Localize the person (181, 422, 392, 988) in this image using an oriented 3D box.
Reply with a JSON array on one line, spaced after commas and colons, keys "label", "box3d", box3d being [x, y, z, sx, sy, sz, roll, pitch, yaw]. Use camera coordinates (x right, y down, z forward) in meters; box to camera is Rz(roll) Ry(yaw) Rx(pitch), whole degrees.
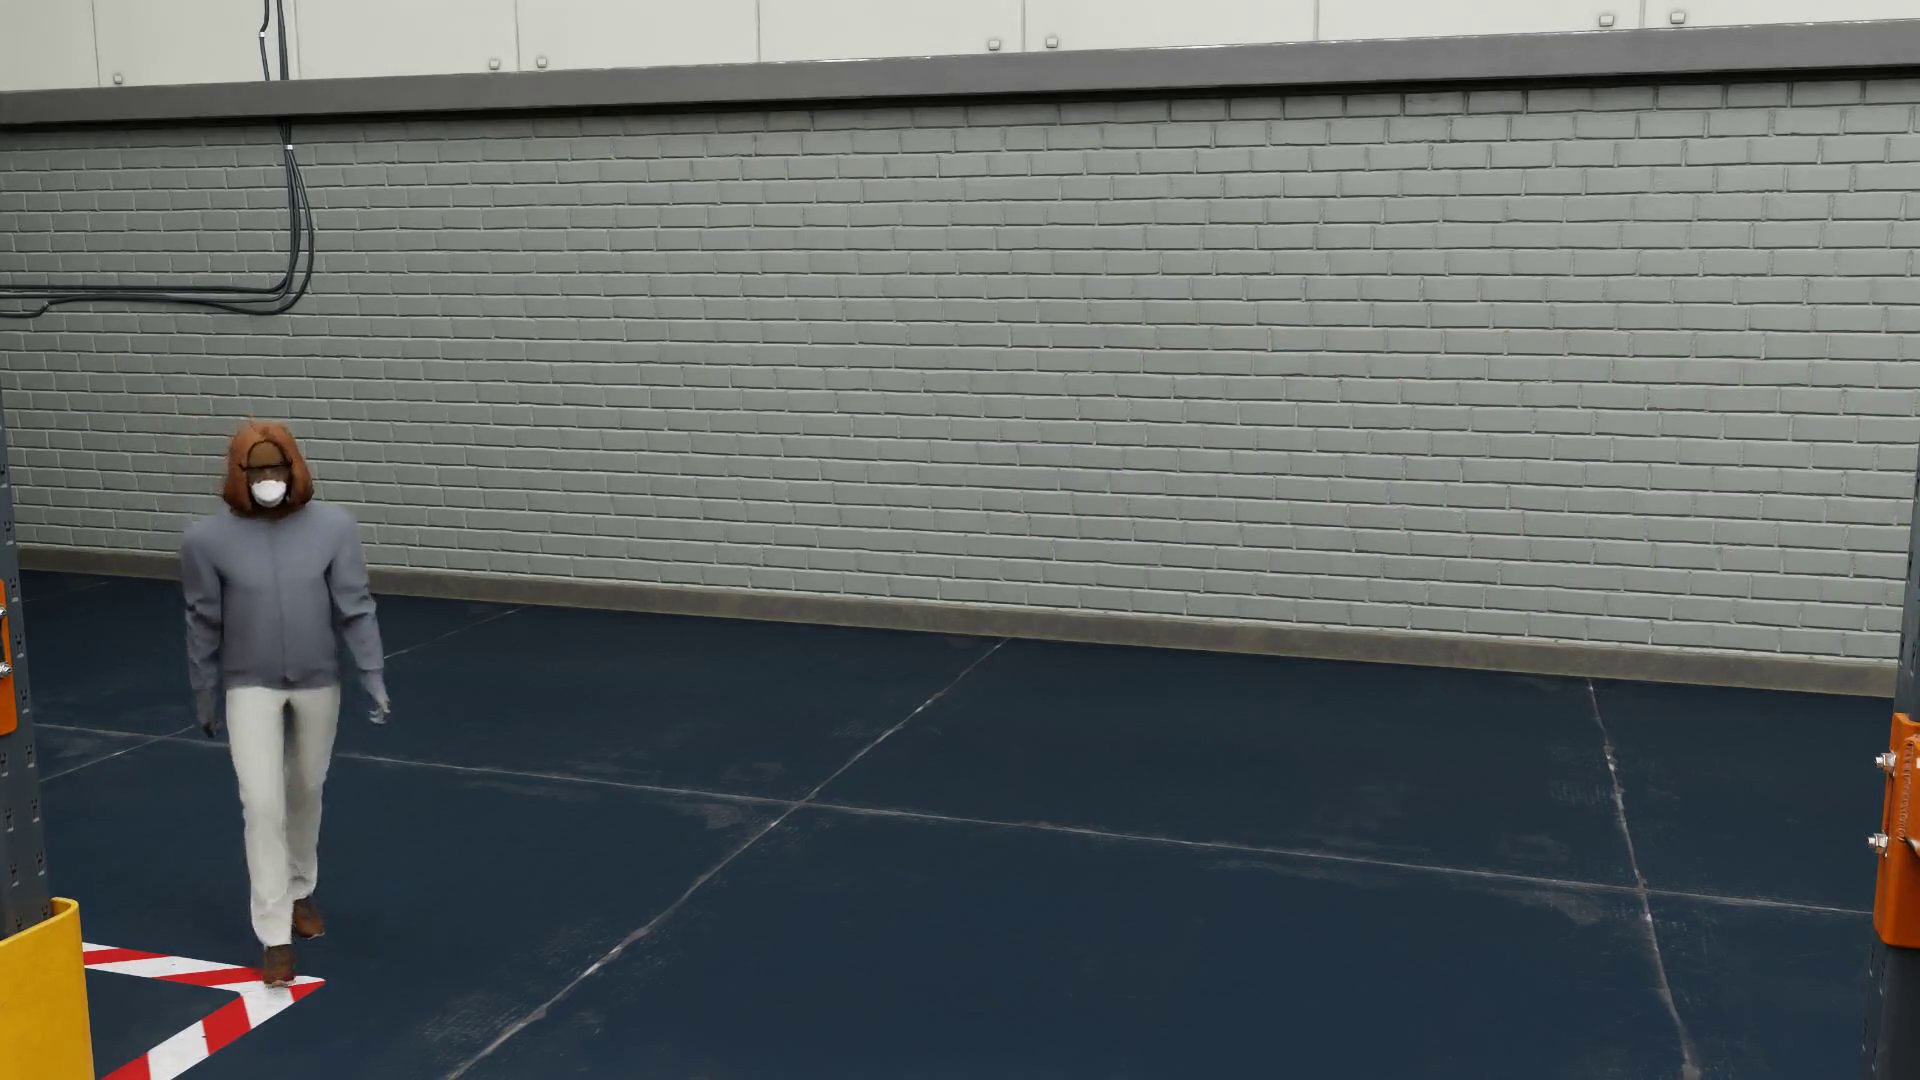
[{"label": "person", "box3d": [-1.948, 0.462, 4.866, 0.520, 1.599, 0.761, -6, 11, -32]}]
